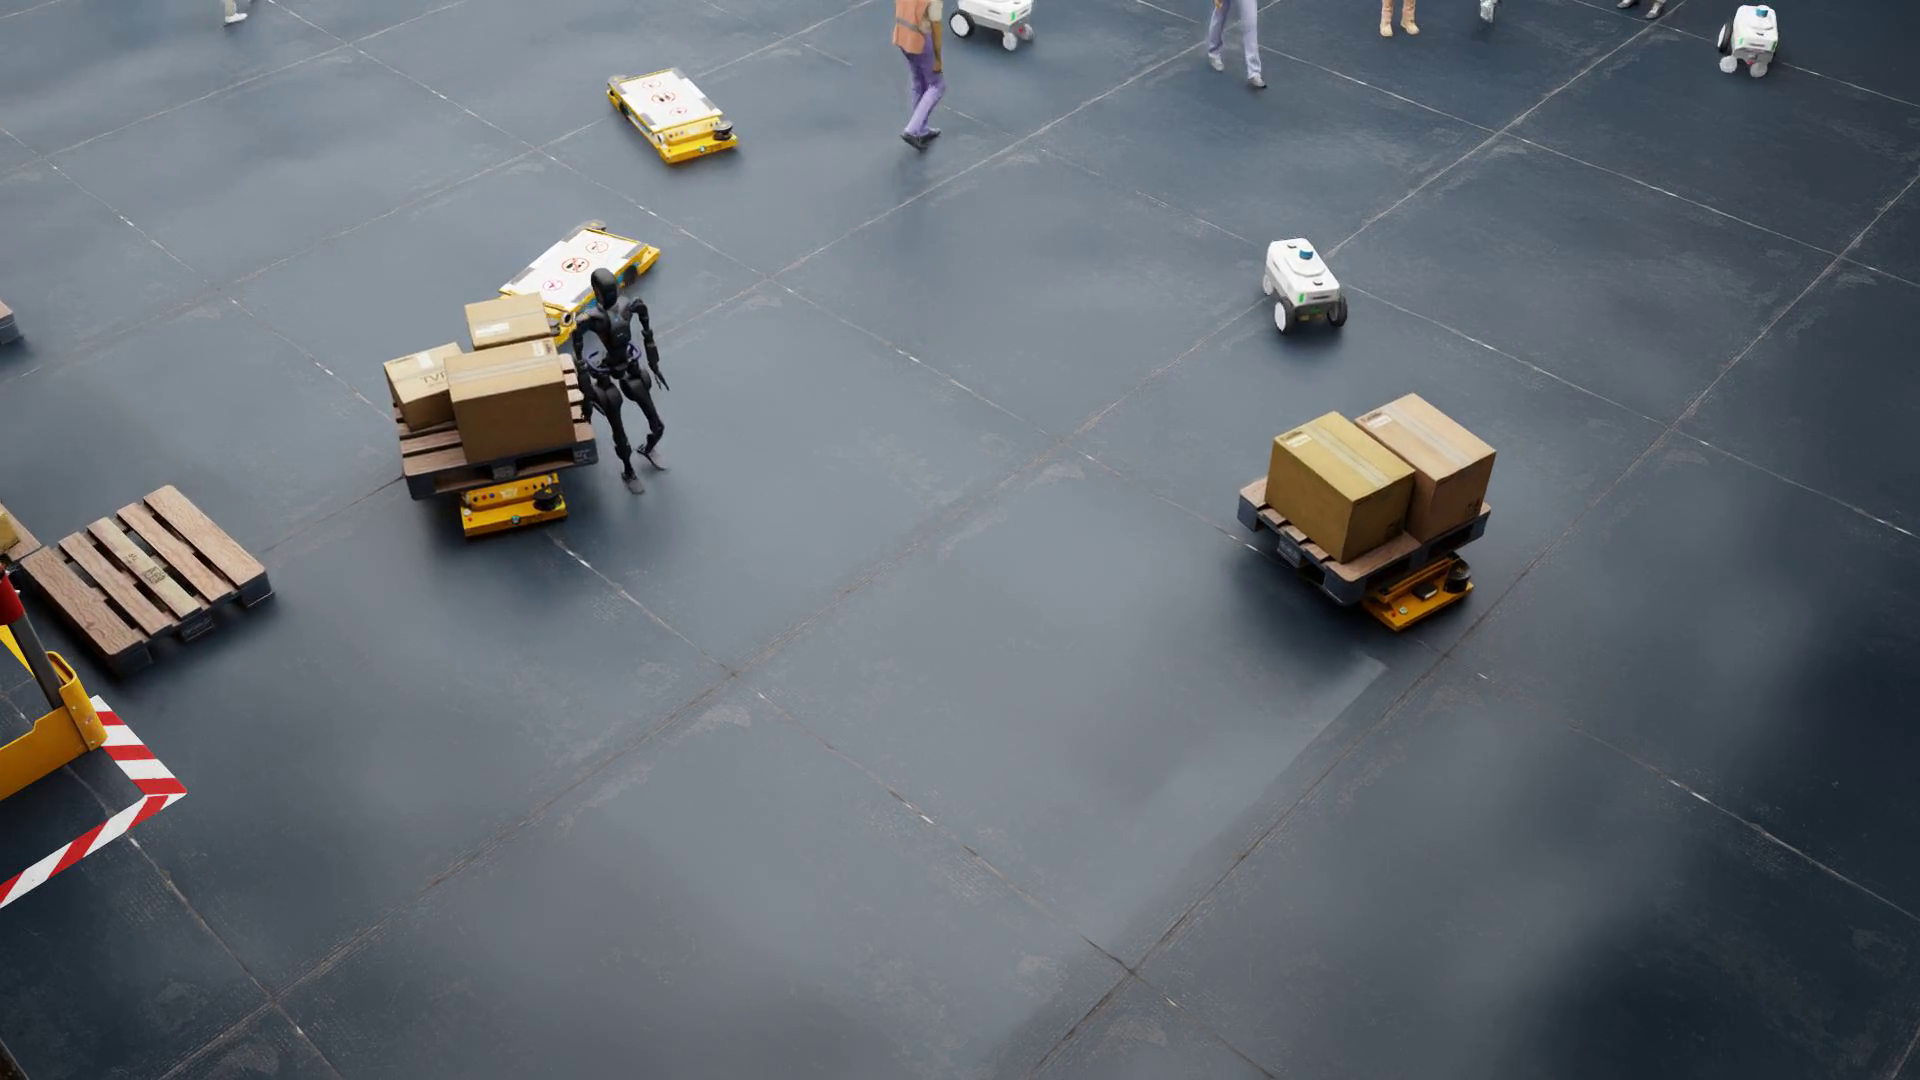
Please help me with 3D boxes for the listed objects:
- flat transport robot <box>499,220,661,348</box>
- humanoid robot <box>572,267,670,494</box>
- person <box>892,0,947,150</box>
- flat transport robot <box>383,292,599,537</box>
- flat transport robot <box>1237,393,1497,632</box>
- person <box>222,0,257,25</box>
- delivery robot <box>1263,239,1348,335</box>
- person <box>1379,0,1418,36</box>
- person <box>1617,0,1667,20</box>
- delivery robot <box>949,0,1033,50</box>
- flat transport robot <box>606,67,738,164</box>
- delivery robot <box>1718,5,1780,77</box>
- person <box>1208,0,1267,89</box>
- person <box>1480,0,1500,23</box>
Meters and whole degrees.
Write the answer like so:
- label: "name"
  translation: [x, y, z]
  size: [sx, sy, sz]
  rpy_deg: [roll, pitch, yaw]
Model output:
- label: "flat transport robot"
  translation: [-2.964, -1.967, 12.713]
  size: [0.659, 0.231, 1.431]
  rpy_deg: [18, 45, 19]
- label: "humanoid robot"
  translation: [-2.170, -1.026, 10.610]
  size: [0.608, 1.647, 0.338]
  rpy_deg: [-28, 49, -27]
- label: "person"
  translation: [-0.339, -4.148, 13.977]
  size: [0.453, 1.819, 0.578]
  rpy_deg: [-31, 50, -30]
- label: "flat transport robot"
  translation: [-3.093, -0.592, 11.185]
  size: [0.659, 0.231, 1.431]
  rpy_deg: [-13, 44, -14]
- label: "flat transport robot"
  translation: [2.506, -0.013, 10.541]
  size: [0.659, 0.231, 1.431]
  rpy_deg: [-24, 47, -24]
- label: "person"
  translation: [-7.065, -5.868, 16.053]
  size: [0.512, 1.597, 0.843]
  rpy_deg: [18, 45, 19]
- label: "delivery robot"
  translation: [2.559, -1.937, 12.458]
  size: [0.499, 0.586, 0.772]
  rpy_deg: [-9, 43, -10]
- label: "person"
  translation: [4.282, -5.623, 15.670]
  size: [0.491, 1.744, 0.304]
  rpy_deg: [-8, 43, -9]
- label: "person"
  translation: [6.785, -5.955, 15.978]
  size: [0.560, 1.833, 0.372]
  rpy_deg: [33, 51, 31]
- label: "delivery robot"
  translation: [0.321, -5.084, 15.945]
  size: [0.756, 0.571, 0.499]
  rpy_deg: [27, 48, 26]
- label: "flat transport robot"
  translation: [-2.572, -3.788, 14.736]
  size: [0.659, 0.231, 1.431]
  rpy_deg: [-21, 46, -22]
- label: "delivery robot"
  translation: [7.409, -4.701, 15.549]
  size: [0.509, 0.610, 0.781]
  rpy_deg: [12, 43, 13]
- label: "person"
  translation: [2.518, -4.954, 14.887]
  size: [0.577, 1.798, 0.940]
  rpy_deg: [-9, 43, -10]
- label: "person"
  translation: [5.190, -5.778, 15.848]
  size: [0.500, 1.724, 0.535]
  rpy_deg: [24, 47, 24]
